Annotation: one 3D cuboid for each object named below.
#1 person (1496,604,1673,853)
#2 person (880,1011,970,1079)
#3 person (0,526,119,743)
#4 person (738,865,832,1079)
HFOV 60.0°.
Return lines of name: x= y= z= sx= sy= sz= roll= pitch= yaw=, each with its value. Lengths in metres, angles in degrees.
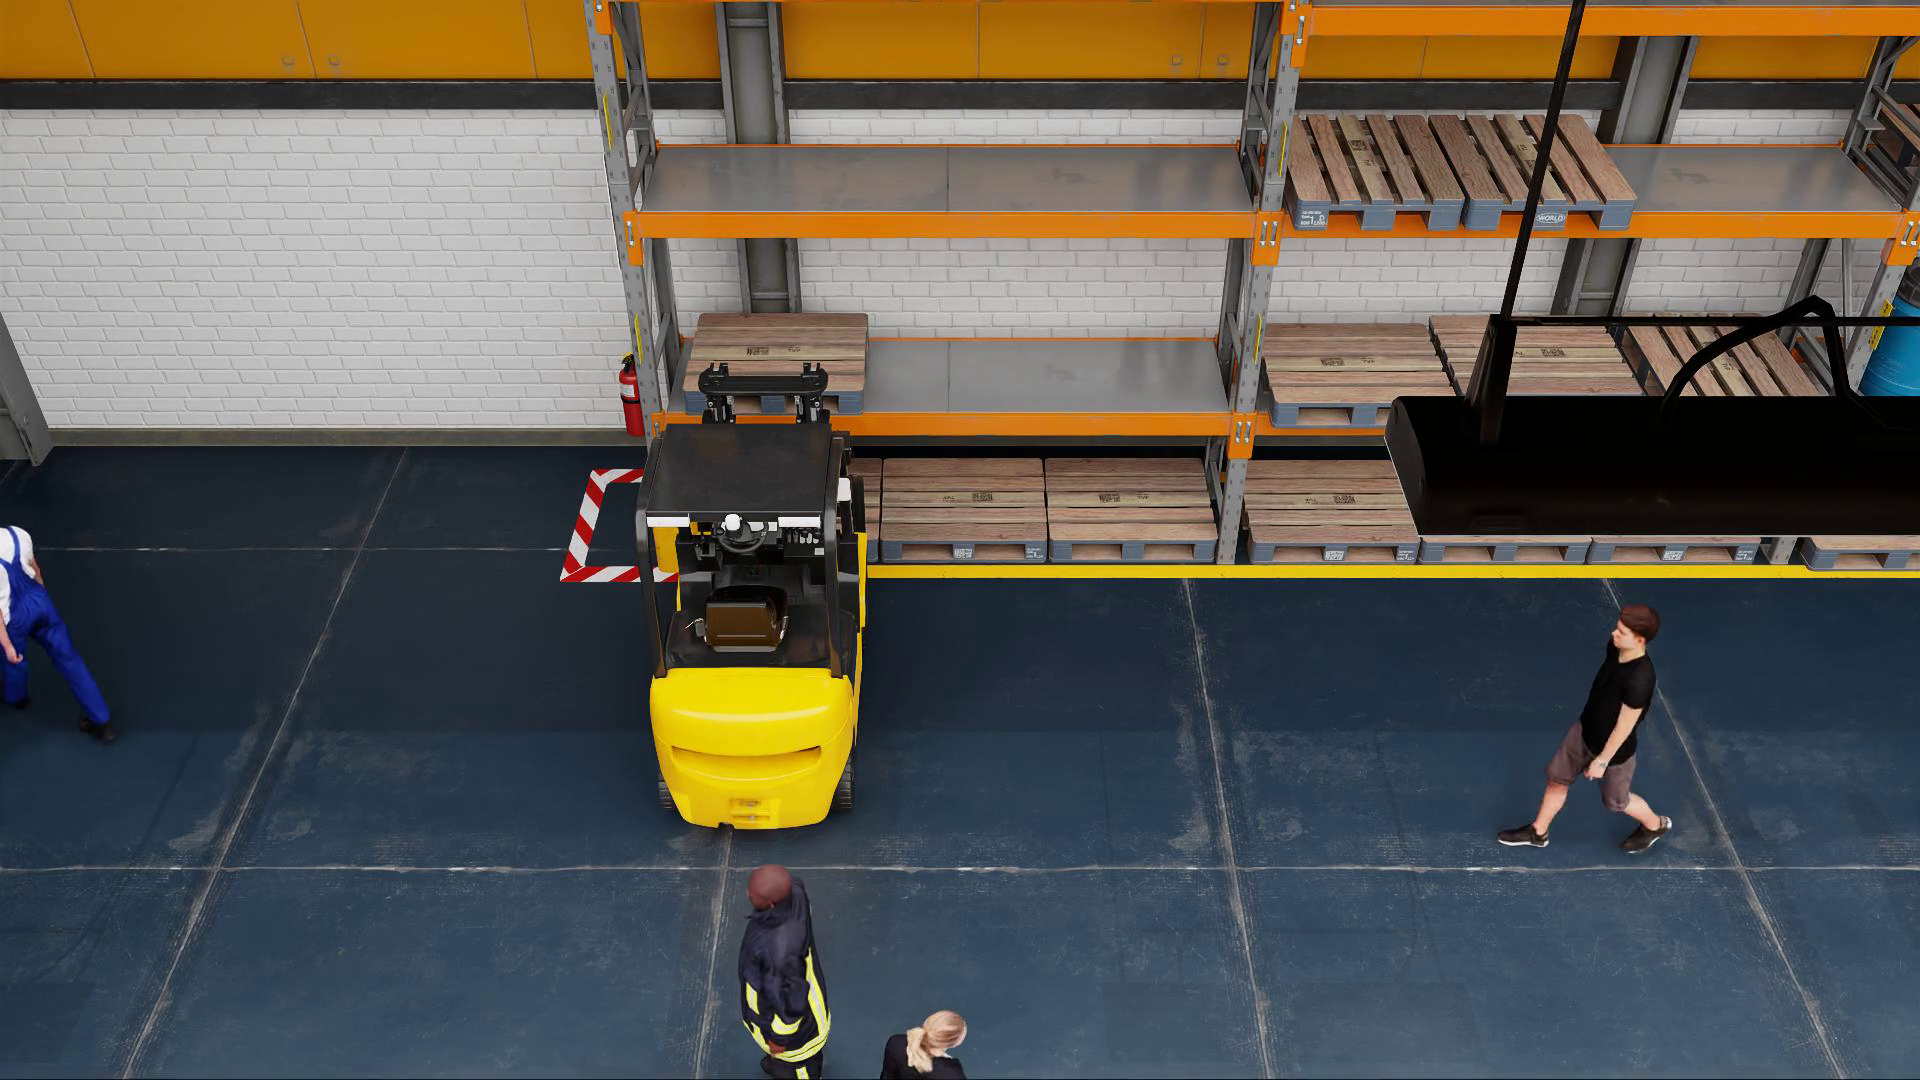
person: x=3.737 y=1.129 z=9.357 sx=1.238 sy=1.830 sz=0.736 roll=-4 pitch=39 yaw=-5
person: x=-0.236 y=2.704 z=7.518 sx=0.728 sy=1.663 sz=0.820 roll=15 pitch=41 yaw=18
person: x=-5.615 y=0.526 z=10.139 sx=1.319 sy=1.796 sz=1.007 roll=16 pitch=41 yaw=19
person: x=-0.838 y=2.174 z=8.054 sx=0.641 sy=1.823 sz=0.733 roll=-1 pitch=39 yaw=-1
